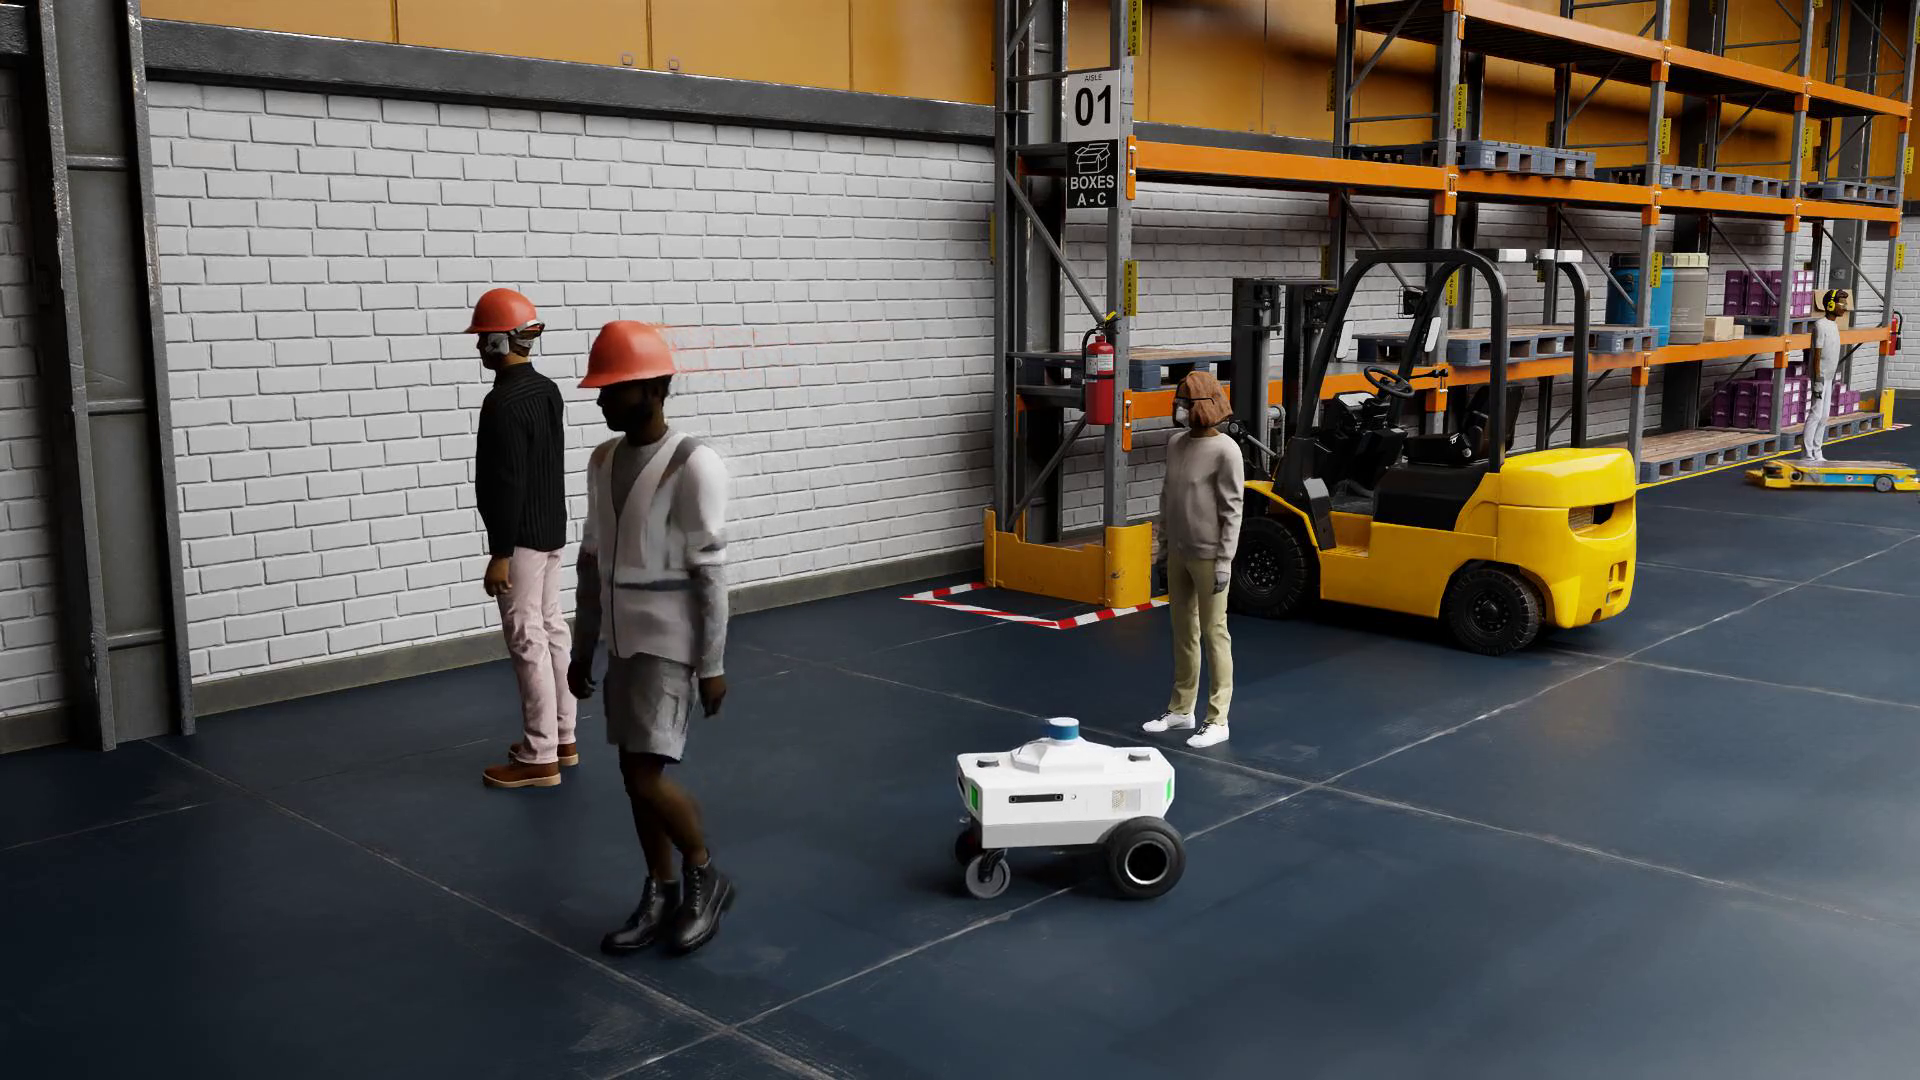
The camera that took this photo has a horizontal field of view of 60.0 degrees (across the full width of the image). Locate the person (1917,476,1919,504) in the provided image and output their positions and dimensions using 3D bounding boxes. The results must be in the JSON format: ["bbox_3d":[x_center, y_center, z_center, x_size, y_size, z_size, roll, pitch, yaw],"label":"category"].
[{"bbox_3d":[5.684,-0.304,9.323,0.534,1.737,0.534,-7,12,-38],"label":"person"}]

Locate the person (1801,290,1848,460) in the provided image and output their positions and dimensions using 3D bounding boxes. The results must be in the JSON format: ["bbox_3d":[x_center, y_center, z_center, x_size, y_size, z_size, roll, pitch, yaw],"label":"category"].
[{"bbox_3d":[8.957,-1.653,17.218,0.334,1.860,0.509,9,13,43],"label":"person"}]

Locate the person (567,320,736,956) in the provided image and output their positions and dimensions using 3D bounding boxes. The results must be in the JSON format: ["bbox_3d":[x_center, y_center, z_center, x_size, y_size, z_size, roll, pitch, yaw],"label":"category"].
[{"bbox_3d":[-0.945,0.312,4.962,0.559,1.921,0.396,9,13,42],"label":"person"}]

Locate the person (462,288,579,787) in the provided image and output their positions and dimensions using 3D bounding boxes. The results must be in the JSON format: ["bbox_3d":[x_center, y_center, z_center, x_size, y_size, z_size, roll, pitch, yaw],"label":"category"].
[{"bbox_3d":[-1.774,-0.006,6.691,0.397,1.992,0.621,1,9,5],"label":"person"}]

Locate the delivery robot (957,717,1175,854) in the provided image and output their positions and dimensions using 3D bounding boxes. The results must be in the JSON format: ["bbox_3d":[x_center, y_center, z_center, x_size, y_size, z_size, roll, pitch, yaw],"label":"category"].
[{"bbox_3d":[0.347,0.842,5.603,0.707,0.478,0.477,-1,9,-7],"label":"delivery robot"}]

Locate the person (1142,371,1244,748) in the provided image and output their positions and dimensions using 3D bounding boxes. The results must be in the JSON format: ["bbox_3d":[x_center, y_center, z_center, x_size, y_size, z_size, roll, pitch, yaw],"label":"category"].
[{"bbox_3d":[1.031,0.080,7.270,0.285,1.633,0.500,-5,11,-30],"label":"person"}]

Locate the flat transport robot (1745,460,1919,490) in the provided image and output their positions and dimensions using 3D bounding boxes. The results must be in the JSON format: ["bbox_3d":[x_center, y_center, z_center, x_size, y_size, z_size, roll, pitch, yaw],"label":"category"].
[{"bbox_3d":[8.299,-0.624,15.752,1.431,0.197,0.652,2,9,10],"label":"flat transport robot"}]

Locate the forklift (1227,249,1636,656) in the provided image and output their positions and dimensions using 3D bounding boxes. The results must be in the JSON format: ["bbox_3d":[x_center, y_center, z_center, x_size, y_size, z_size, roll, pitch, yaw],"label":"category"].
[{"bbox_3d":[2.710,-0.584,9.626,2.313,2.155,1.214,9,13,43],"label":"forklift"}]
